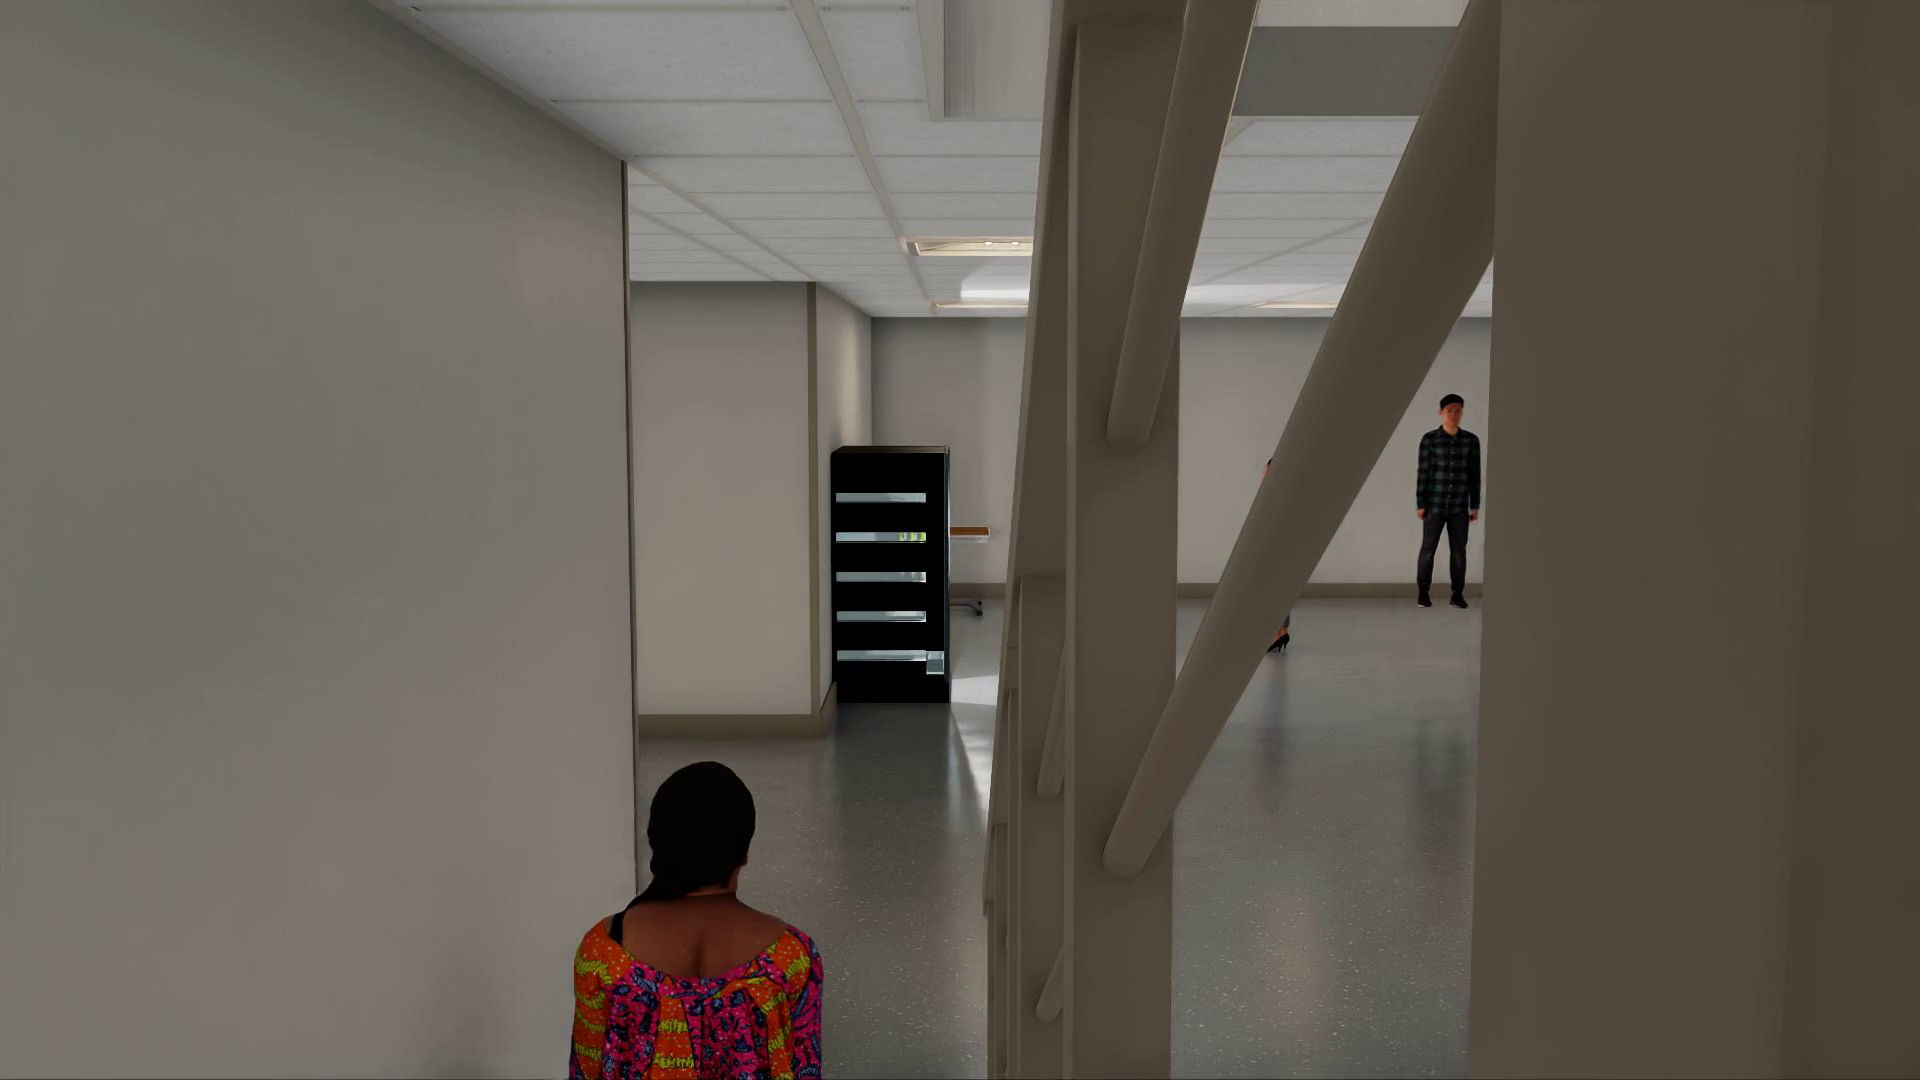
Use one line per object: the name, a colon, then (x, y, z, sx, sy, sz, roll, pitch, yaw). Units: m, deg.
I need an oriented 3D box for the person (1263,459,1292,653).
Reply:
person: (2.745, 0.122, 14.408, 0.780, 1.678, 0.686, 3, 7, 30)

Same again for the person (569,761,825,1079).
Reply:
person: (-0.526, 1.248, 3.162, 0.771, 1.674, 1.197, -1, 6, -9)

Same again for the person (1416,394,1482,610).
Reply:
person: (3.863, -0.313, 13.230, 0.695, 1.706, 0.584, 1, 6, 8)
